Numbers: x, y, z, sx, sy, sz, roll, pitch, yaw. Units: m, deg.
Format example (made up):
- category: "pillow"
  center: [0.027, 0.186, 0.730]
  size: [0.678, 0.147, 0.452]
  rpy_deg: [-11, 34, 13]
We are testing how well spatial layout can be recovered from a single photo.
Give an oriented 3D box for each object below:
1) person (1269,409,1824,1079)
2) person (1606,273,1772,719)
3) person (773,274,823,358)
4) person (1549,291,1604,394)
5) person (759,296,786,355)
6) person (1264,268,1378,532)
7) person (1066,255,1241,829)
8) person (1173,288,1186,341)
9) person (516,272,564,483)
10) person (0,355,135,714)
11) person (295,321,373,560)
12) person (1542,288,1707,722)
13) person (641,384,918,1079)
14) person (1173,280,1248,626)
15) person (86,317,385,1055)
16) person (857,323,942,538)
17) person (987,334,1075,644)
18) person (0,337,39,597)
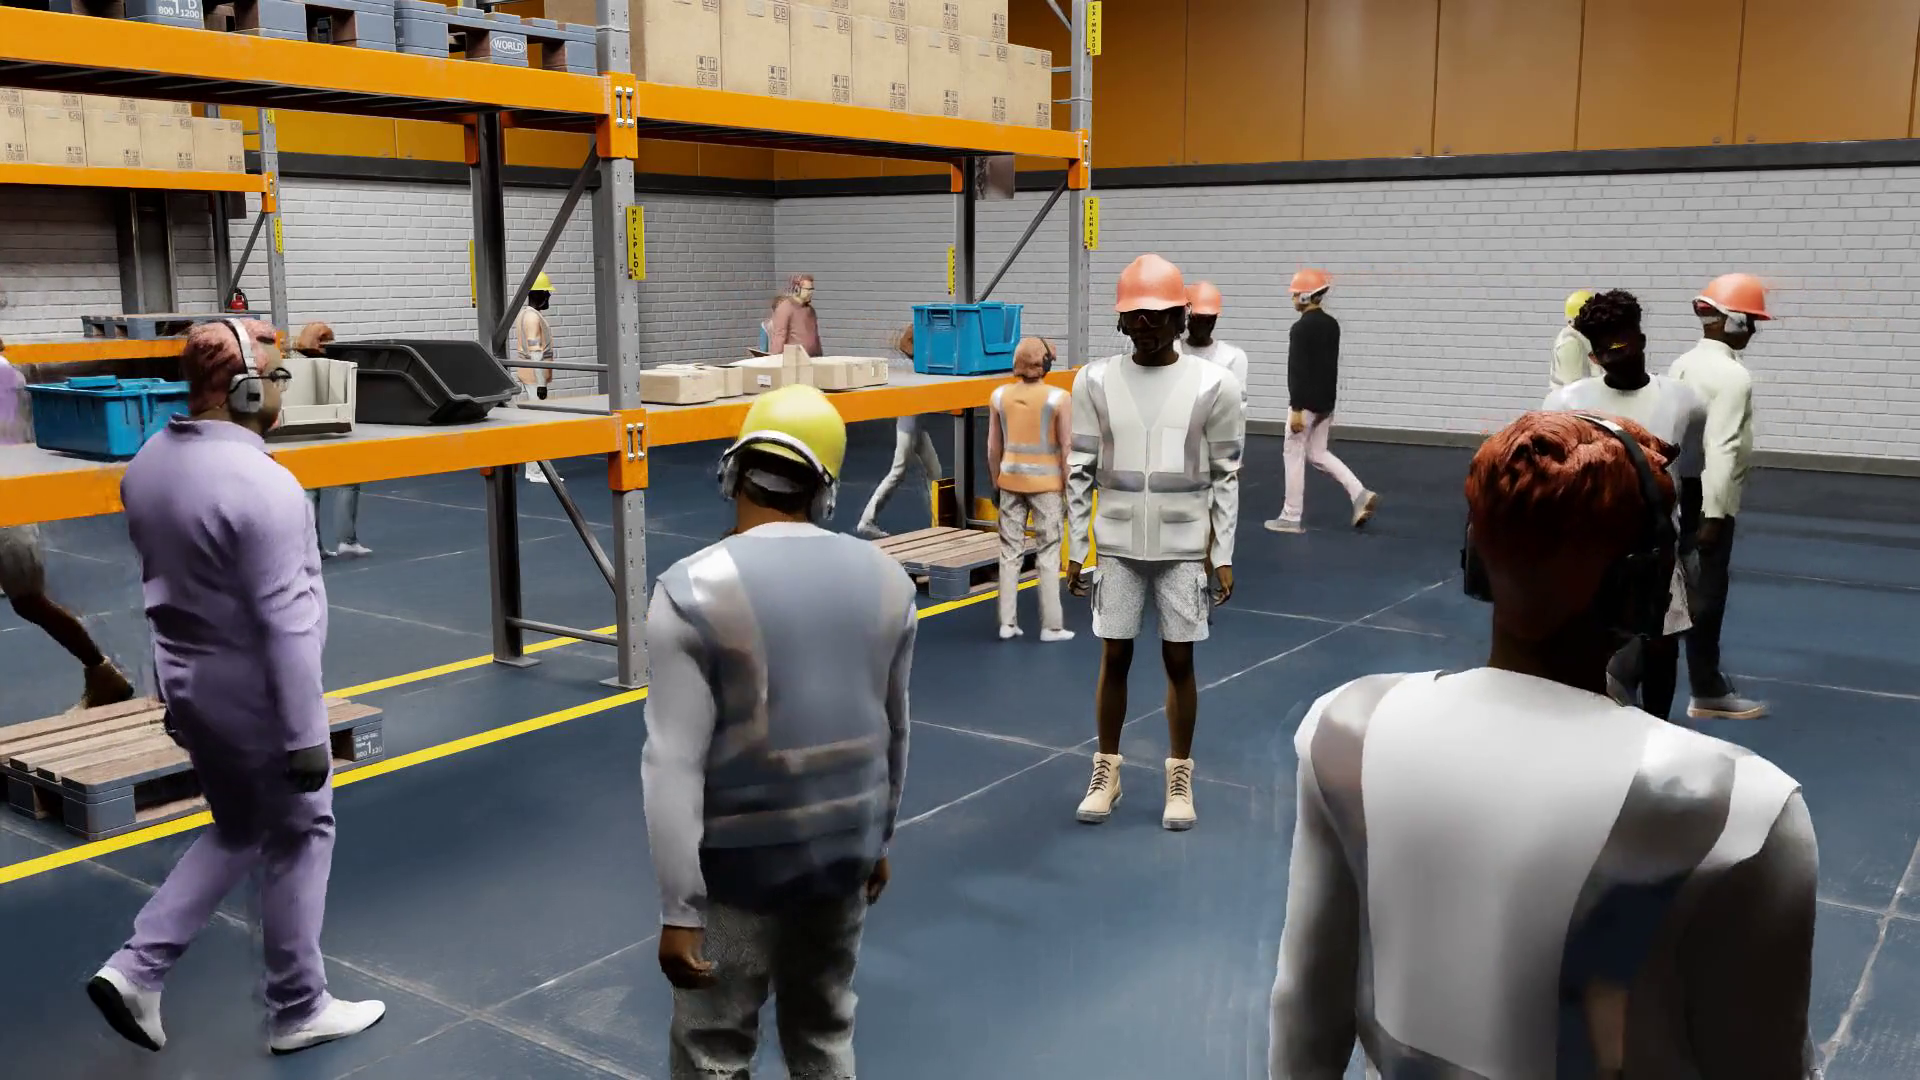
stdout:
- category: "person"
  center: [0.634, 0.788, 1.859]
  size: [0.442, 1.869, 0.580]
  rpy_deg: [-7, 12, -37]
- category: "person"
  center: [3.152, -0.158, 7.201]
  size: [0.850, 1.963, 0.643]
  rpy_deg: [0, 10, 0]
- category: "person"
  center: [-1.612, -1.796, 17.199]
  size: [0.582, 1.880, 0.670]
  rpy_deg: [4, 10, 25]
- category: "person"
  center: [4.874, -1.061, 13.145]
  size: [0.404, 1.790, 0.673]
  rpy_deg: [7, 12, 36]
- category: "person"
  center: [-1.962, -1.873, 18.387]
  size: [0.523, 1.639, 0.306]
  rpy_deg: [-3, 10, -15]
- category: "person"
  center: [2.669, -1.012, 12.265]
  size: [0.752, 1.977, 0.626]
  rpy_deg: [8, 12, 40]
- category: "person"
  center: [0.673, 0.022, 5.904]
  size: [0.614, 2.040, 0.391]
  rpy_deg: [2, 10, 14]
- category: "person"
  center: [1.383, -0.882, 11.721]
  size: [0.690, 1.895, 0.601]
  rpy_deg: [3, 10, 18]
- category: "person"
  center: [-3.851, -1.479, 15.185]
  size: [0.366, 1.927, 0.585]
  rpy_deg: [-4, 10, -20]
- category: "person"
  center: [-4.078, -0.140, 7.017]
  size: [0.610, 2.002, 1.013]
  rpy_deg: [7, 12, 37]
- category: "person"
  center: [-4.275, -0.669, 11.282]
  size: [0.509, 1.618, 0.515]
  rpy_deg: [4, 11, 25]
- category: "person"
  center: [2.467, 0.025, 6.232]
  size: [0.647, 1.923, 0.466]
  rpy_deg: [1, 10, 6]
- category: "person"
  center: [-0.353, 0.604, 3.201]
  size: [0.645, 1.788, 0.461]
  rpy_deg: [-8, 12, -39]
- category: "person"
  center: [1.335, -0.501, 9.377]
  size: [0.550, 1.923, 0.632]
  rpy_deg: [1, 10, 7]
- category: "person"
  center: [-1.807, 0.399, 4.108]
  size: [0.657, 1.885, 0.594]
  rpy_deg: [7, 12, 36]
- category: "person"
  center: [-0.351, -0.786, 12.090]
  size: [0.855, 1.584, 0.507]
  rpy_deg: [0, 10, 0]
- category: "person"
  center: [0.386, -0.264, 8.808]
  size: [0.522, 1.639, 0.309]
  rpy_deg: [6, 11, 30]
- category: "person"
  center: [-5.818, -0.472, 10.043]
  size: [0.310, 1.638, 0.523]
  rpy_deg: [2, 10, 13]
